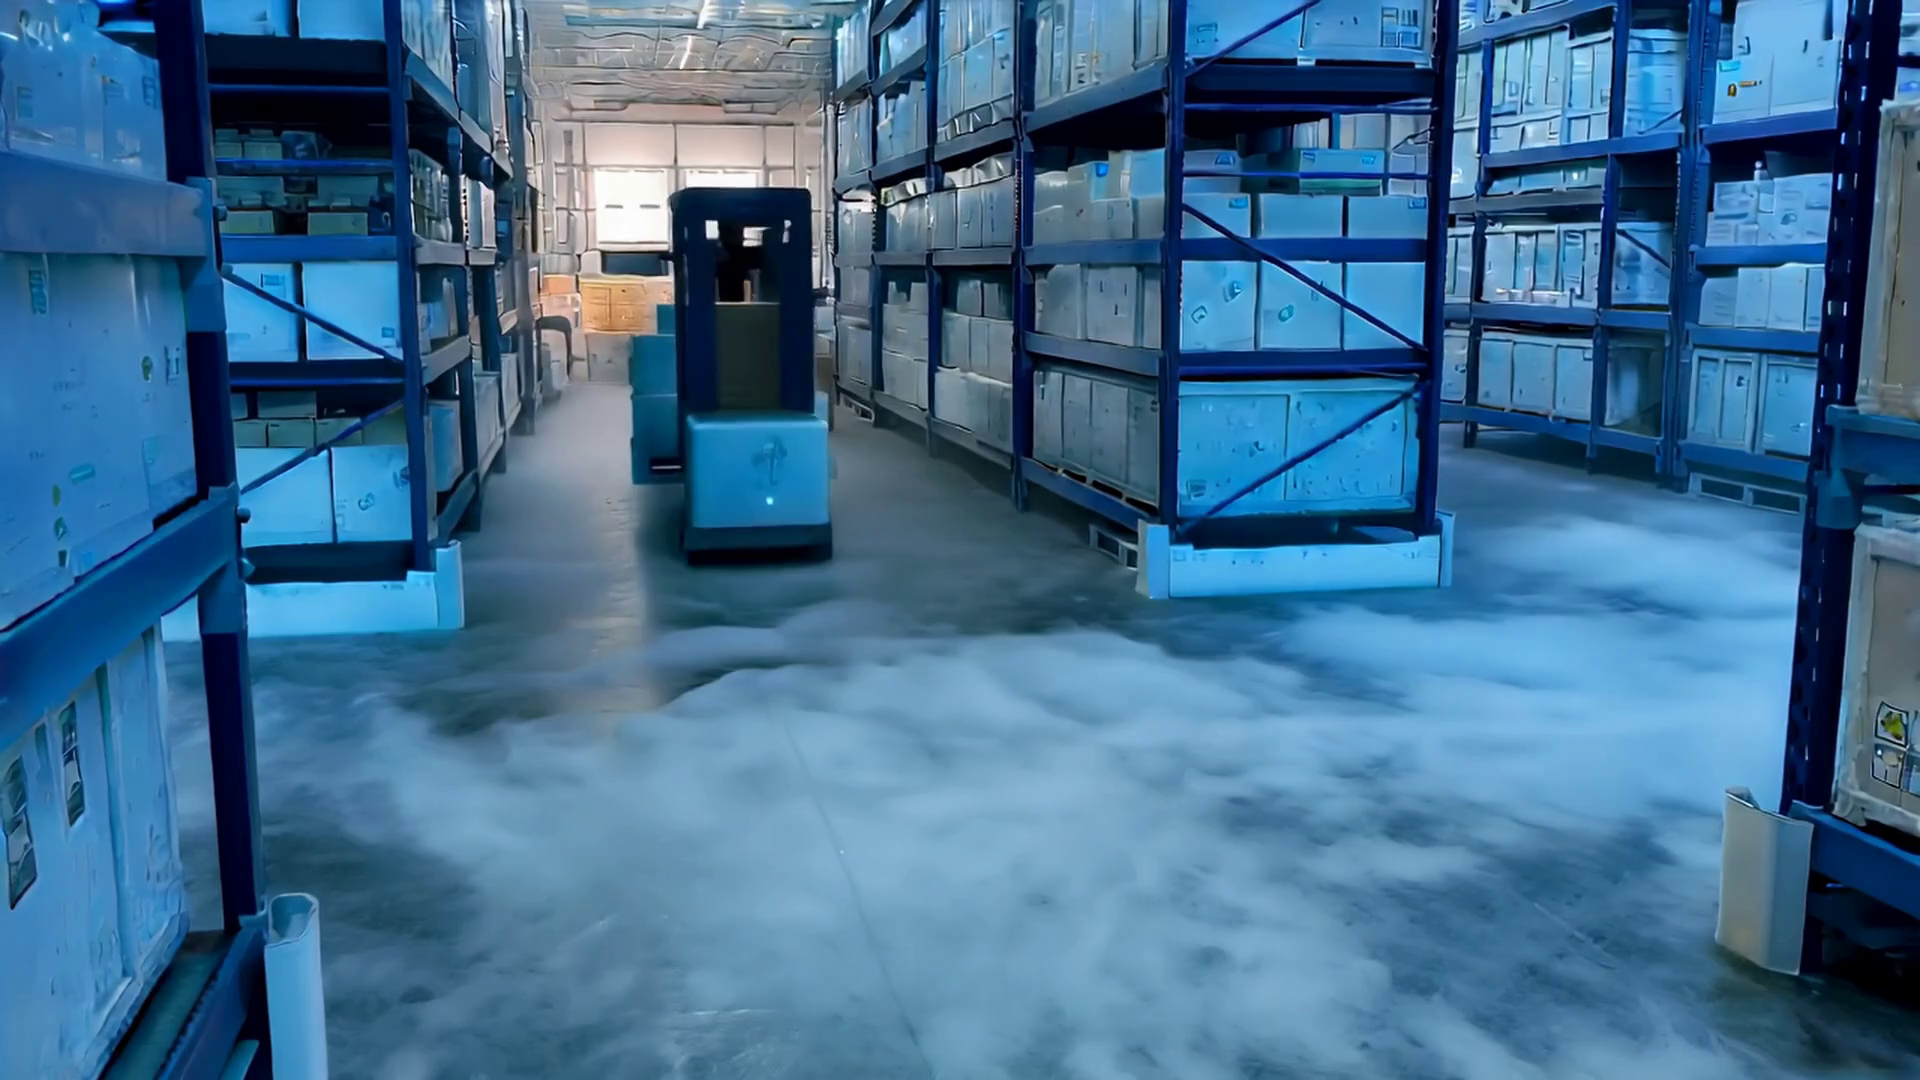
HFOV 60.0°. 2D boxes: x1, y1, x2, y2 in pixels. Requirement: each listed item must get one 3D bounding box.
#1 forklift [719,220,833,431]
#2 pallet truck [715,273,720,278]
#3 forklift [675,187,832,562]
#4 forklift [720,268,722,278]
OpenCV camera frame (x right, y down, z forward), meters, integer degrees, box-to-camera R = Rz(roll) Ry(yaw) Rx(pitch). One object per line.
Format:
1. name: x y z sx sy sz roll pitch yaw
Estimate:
1. forklift: -2.684 -2.786 21.804 1.873 2.768 1.129 7 12 36
2. pallet truck: -8.580 -8.986 62.280 1.885 1.965 0.823 1 9 5
3. forklift: -1.646 -1.335 12.961 1.129 2.768 1.873 -2 10 -12
4. forklift: -6.687 -6.532 44.641 1.129 2.768 1.873 1 9 8
